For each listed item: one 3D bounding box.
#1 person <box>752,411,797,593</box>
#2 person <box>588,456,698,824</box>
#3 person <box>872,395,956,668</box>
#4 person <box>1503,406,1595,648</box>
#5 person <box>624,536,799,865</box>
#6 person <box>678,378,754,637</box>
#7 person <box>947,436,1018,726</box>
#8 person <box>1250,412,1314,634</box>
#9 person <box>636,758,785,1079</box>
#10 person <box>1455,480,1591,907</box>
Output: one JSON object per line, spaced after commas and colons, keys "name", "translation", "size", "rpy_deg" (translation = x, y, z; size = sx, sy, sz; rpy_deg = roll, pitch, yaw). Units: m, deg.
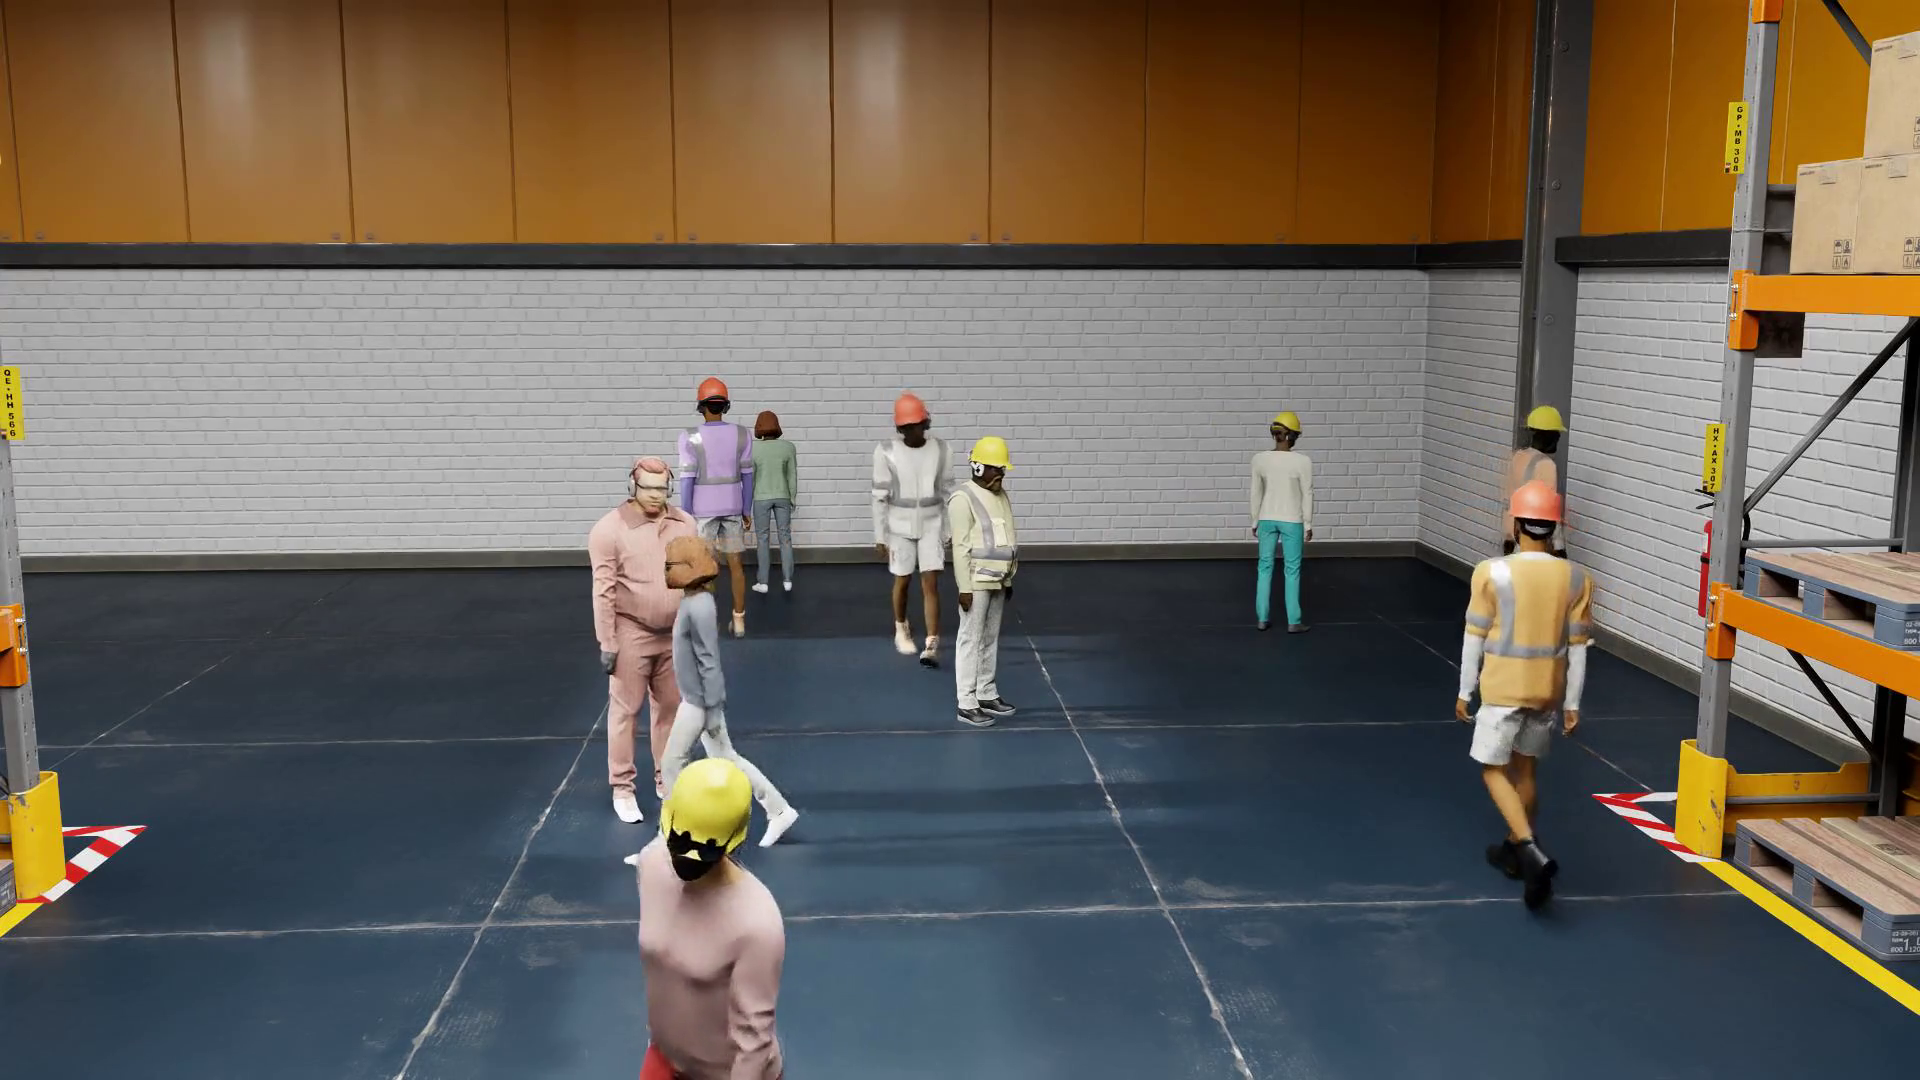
{"name": "person", "translation": [-1.697, -0.343, 14.889], "size": [0.498, 1.633, 0.283], "rpy_deg": [-4, 10, -23]}
{"name": "person", "translation": [-1.606, 0.507, 8.717], "size": [0.643, 1.902, 0.400], "rpy_deg": [-8, 12, -42]}
{"name": "person", "translation": [-0.319, -0.074, 12.093], "size": [0.645, 1.974, 1.068], "rpy_deg": [-2, 9, -10]}
{"name": "person", "translation": [4.287, -0.058, 12.356], "size": [0.862, 1.892, 0.611], "rpy_deg": [0, 9, 0]}
{"name": "person", "translation": [-1.198, 0.764, 8.065], "size": [0.823, 1.598, 0.499], "rpy_deg": [-2, 9, -11]}
{"name": "person", "translation": [-1.905, -0.239, 12.953], "size": [0.607, 2.044, 0.372], "rpy_deg": [-5, 10, -29]}
{"name": "person", "translation": [0.164, 0.249, 10.565], "size": [0.403, 1.826, 0.588], "rpy_deg": [5, 10, 29]}
{"name": "person", "translation": [2.556, -0.134, 13.192], "size": [0.523, 1.759, 0.336], "rpy_deg": [6, 11, 33]}
{"name": "person", "translation": [-0.669, 1.335, 4.096], "size": [0.595, 1.707, 0.745], "rpy_deg": [7, 11, 36]}
{"name": "person", "translation": [2.581, 0.689, 7.554], "size": [0.549, 1.913, 0.798], "rpy_deg": [-1, 9, -7]}
